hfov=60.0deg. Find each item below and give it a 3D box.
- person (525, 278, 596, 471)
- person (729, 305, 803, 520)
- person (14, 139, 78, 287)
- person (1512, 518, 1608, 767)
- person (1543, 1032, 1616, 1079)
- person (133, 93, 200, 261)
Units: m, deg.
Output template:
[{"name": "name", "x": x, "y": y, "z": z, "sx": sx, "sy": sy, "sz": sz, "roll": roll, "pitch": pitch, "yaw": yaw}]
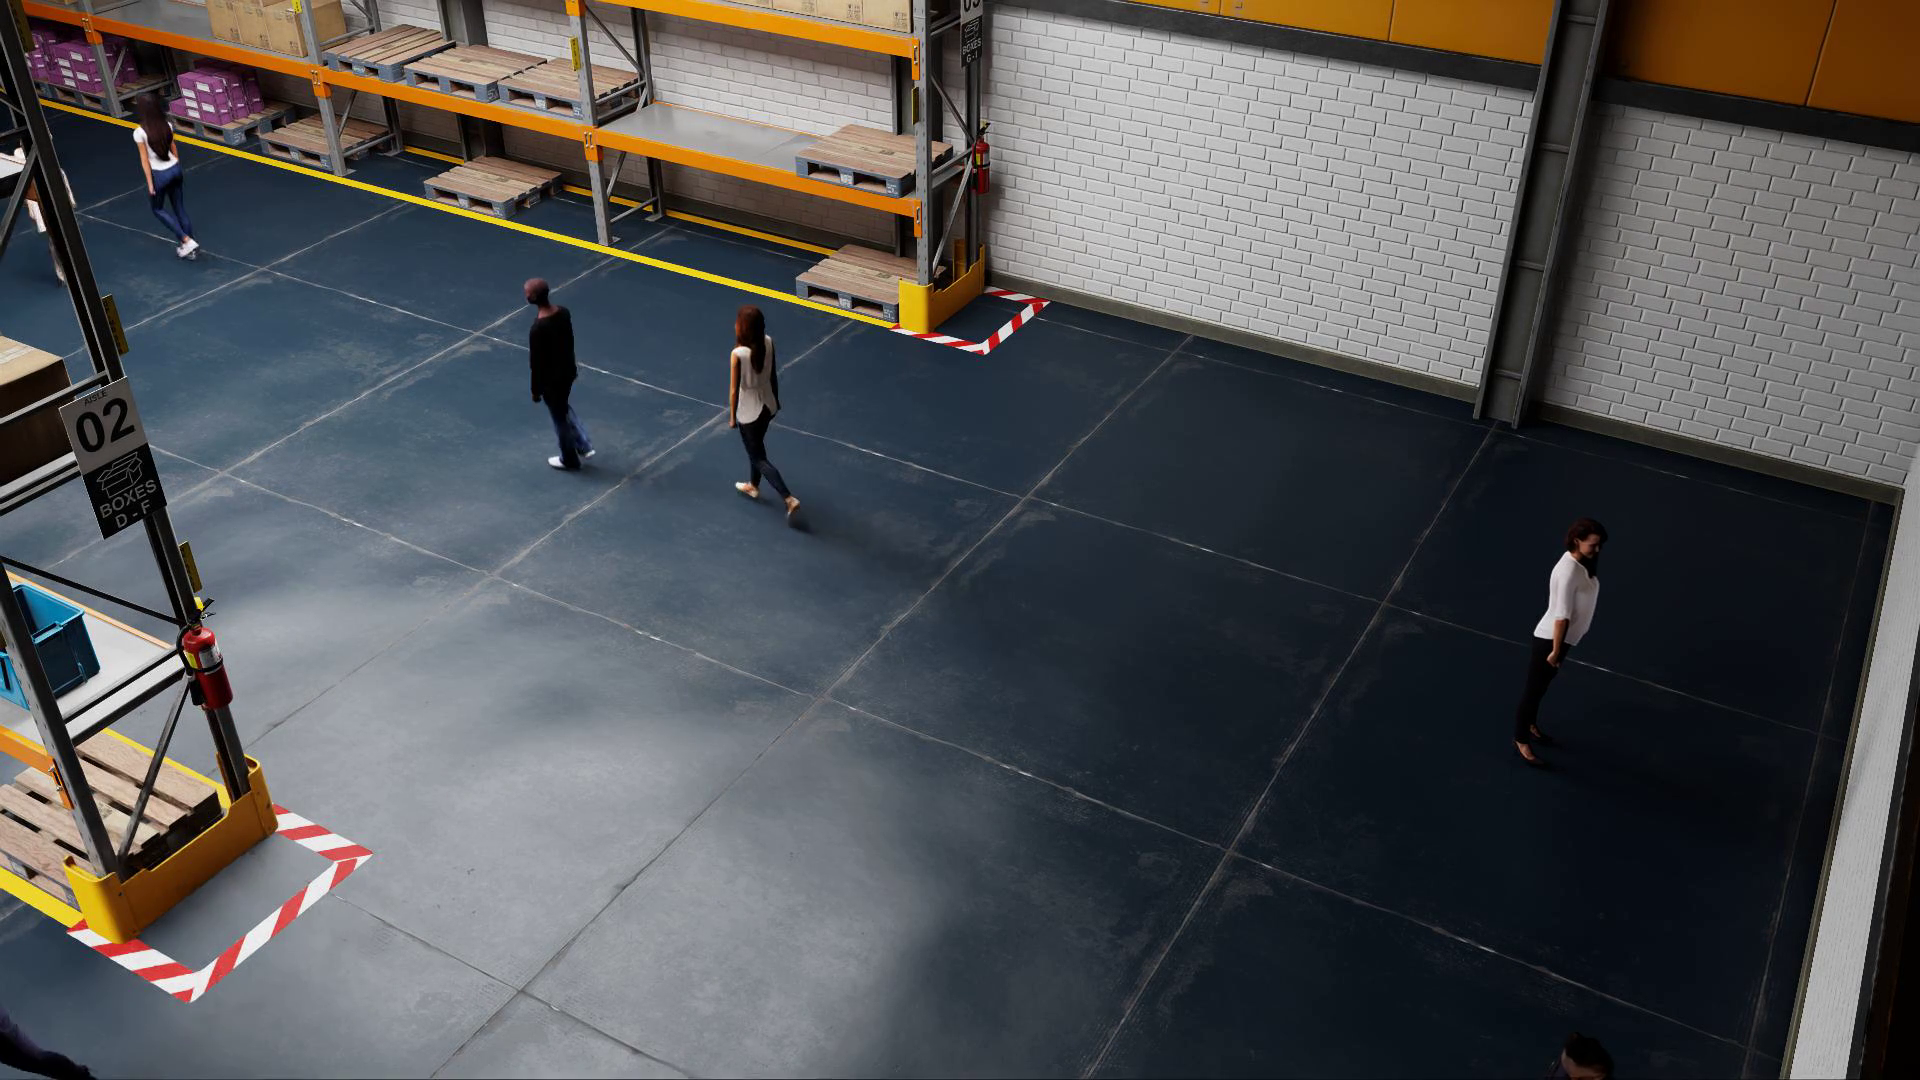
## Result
[{"name": "person", "x": -3.199, "y": -1.312, "z": 13.460, "sx": 0.679, "sy": 1.739, "sz": 0.646, "roll": 14, "pitch": 36, "yaw": 20}, {"name": "person", "x": -1.521, "y": -0.964, "z": 12.918, "sx": 1.110, "sy": 1.759, "sz": 0.745, "roll": 26, "pitch": 42, "yaw": 34}, {"name": "person", "x": -9.083, "y": -3.337, "z": 16.482, "sx": 0.718, "sy": 1.766, "sz": 0.662, "roll": 15, "pitch": 37, "yaw": 22}, {"name": "person", "x": 3.758, "y": 0.619, "z": 10.506, "sx": 0.512, "sy": 1.792, "sz": 0.602, "roll": 19, "pitch": 38, "yaw": 26}, {"name": "person", "x": 2.549, "y": 2.770, "z": 7.209, "sx": 0.668, "sy": 1.860, "sz": 0.735, "roll": 19, "pitch": 38, "yaw": 26}, {"name": "person", "x": -8.056, "y": -3.673, "z": 16.989, "sx": 0.628, "sy": 1.765, "sz": 0.591, "roll": 17, "pitch": 37, "yaw": 24}]
